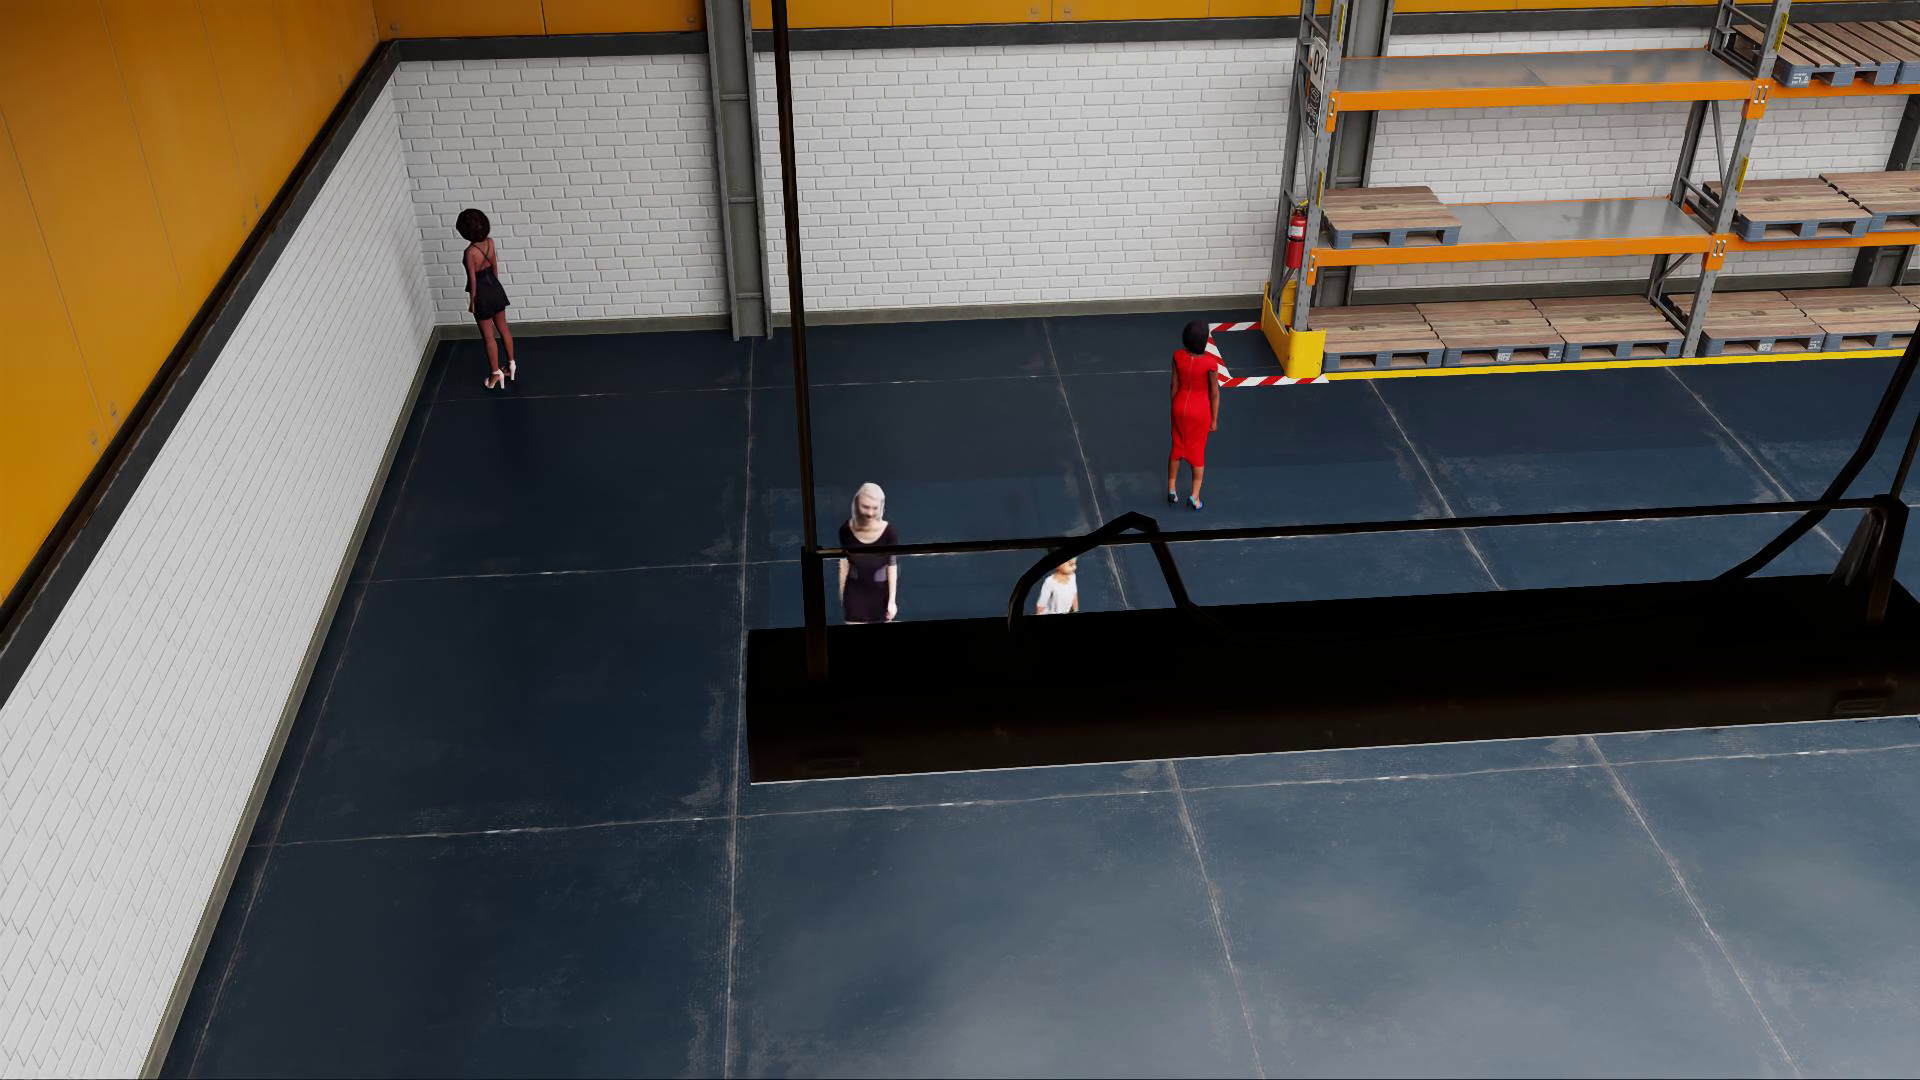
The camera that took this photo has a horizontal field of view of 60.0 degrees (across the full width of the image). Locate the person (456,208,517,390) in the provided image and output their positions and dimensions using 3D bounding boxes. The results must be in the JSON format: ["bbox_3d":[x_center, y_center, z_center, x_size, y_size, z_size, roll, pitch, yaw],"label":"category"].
[{"bbox_3d":[-4.443,-2.273,15.638,0.676,1.790,0.643,15,37,22],"label":"person"}]

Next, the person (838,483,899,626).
[{"bbox_3d":[-0.615,0.349,11.681,0.978,1.804,0.708,3,34,4],"label":"person"}]

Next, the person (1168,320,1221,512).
[{"bbox_3d":[1.917,-1.030,13.809,0.612,1.744,0.705,18,38,25],"label":"person"}]

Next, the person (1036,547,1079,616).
[{"bbox_3d":[0.628,0.508,11.971,0.904,1.217,0.838,25,41,32],"label":"person"}]
